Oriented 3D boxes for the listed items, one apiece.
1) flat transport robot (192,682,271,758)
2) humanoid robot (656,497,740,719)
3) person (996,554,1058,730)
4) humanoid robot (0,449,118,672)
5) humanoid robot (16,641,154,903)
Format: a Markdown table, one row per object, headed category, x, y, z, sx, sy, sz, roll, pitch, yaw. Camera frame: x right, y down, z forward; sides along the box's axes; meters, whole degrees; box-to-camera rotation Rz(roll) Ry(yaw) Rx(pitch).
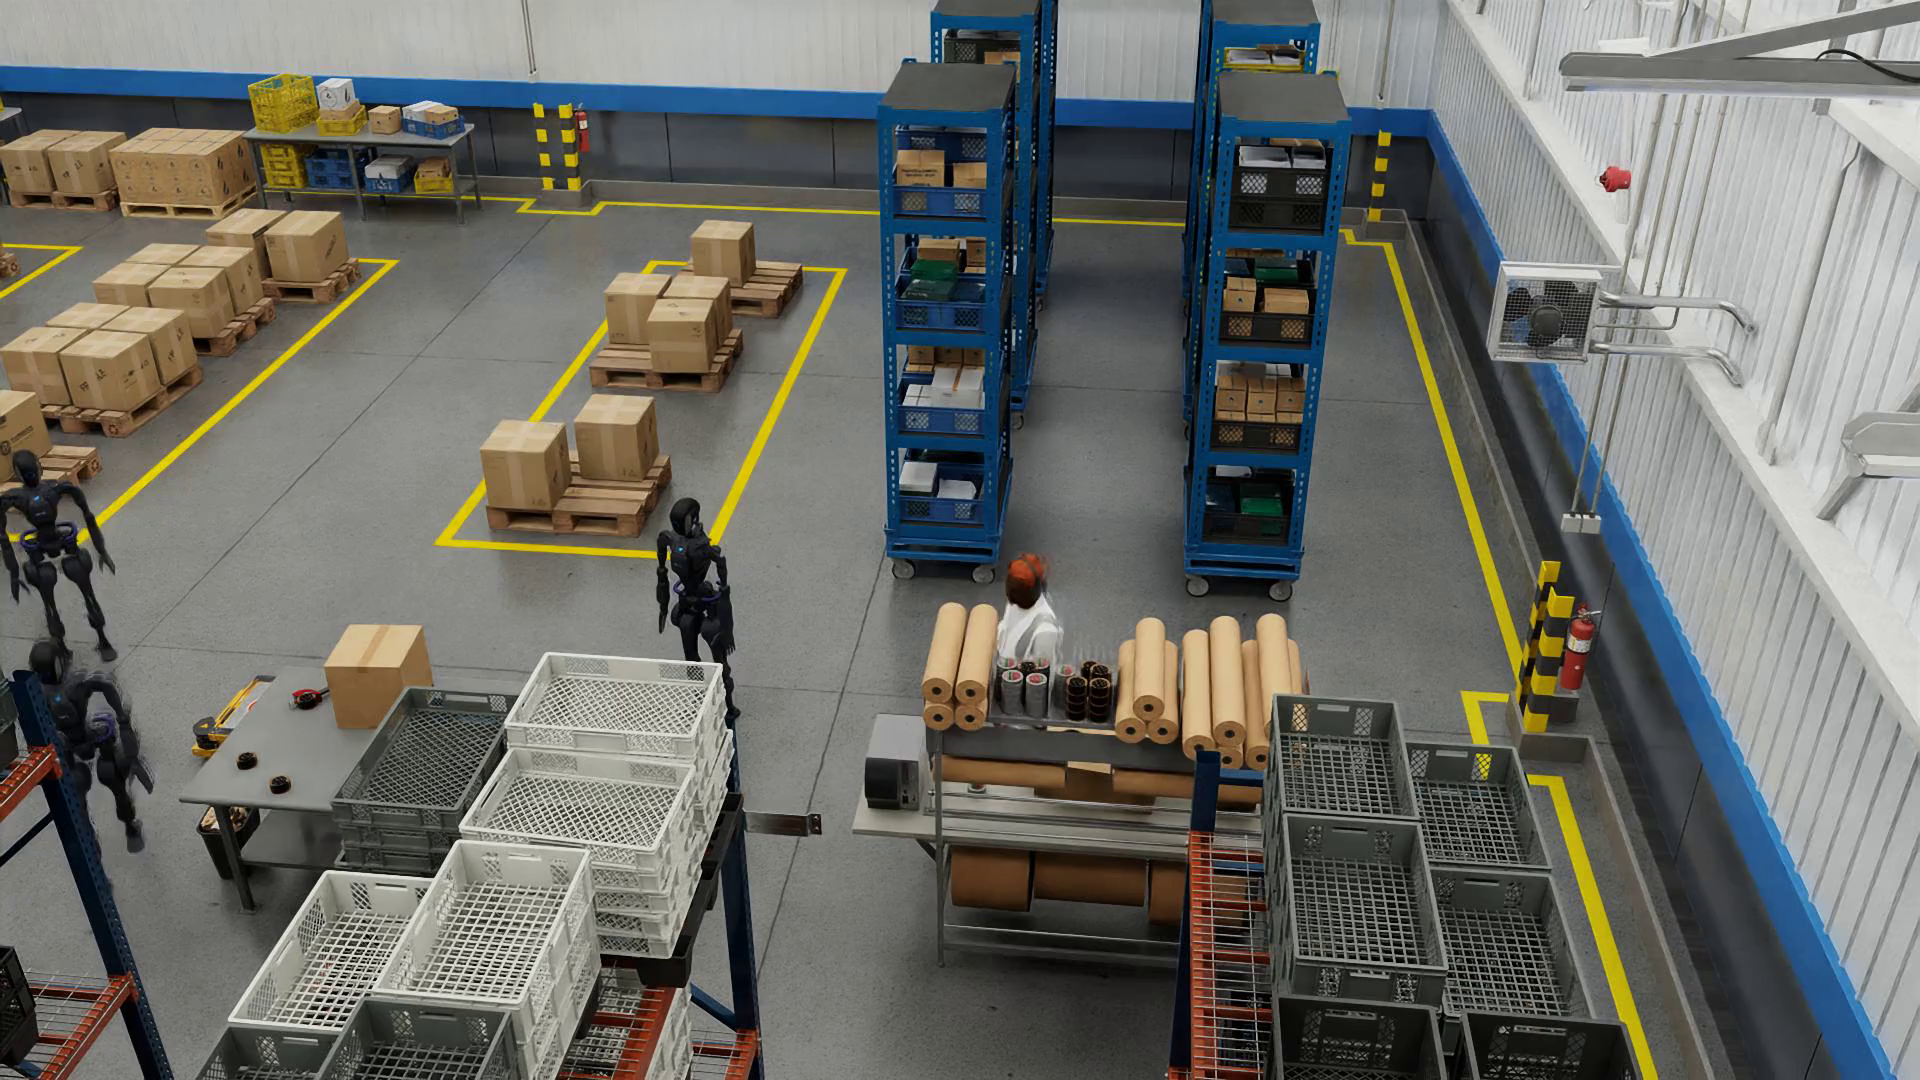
| category | x | y | z | sx | sy | sz | roll | pitch | yaw |
| --- | --- | --- | --- | --- | --- | --- | --- | --- | --- |
| flat transport robot | -4.089 | 1.163 | 10.648 | 1.431 | 0.197 | 0.652 | 3 | 30 | 6 |
| humanoid robot | -1.651 | 0.458 | 10.485 | 0.573 | 1.652 | 0.328 | 15 | 33 | 24 |
| person | 0.434 | 0.866 | 9.609 | 0.695 | 1.858 | 0.595 | -7 | 31 | -11 |
| humanoid robot | -5.993 | 0.120 | 11.066 | 0.656 | 1.649 | 0.324 | -17 | 34 | -27 |
| humanoid robot | -4.828 | 1.216 | 9.242 | 0.571 | 1.622 | 0.772 | -13 | 33 | -21 |
